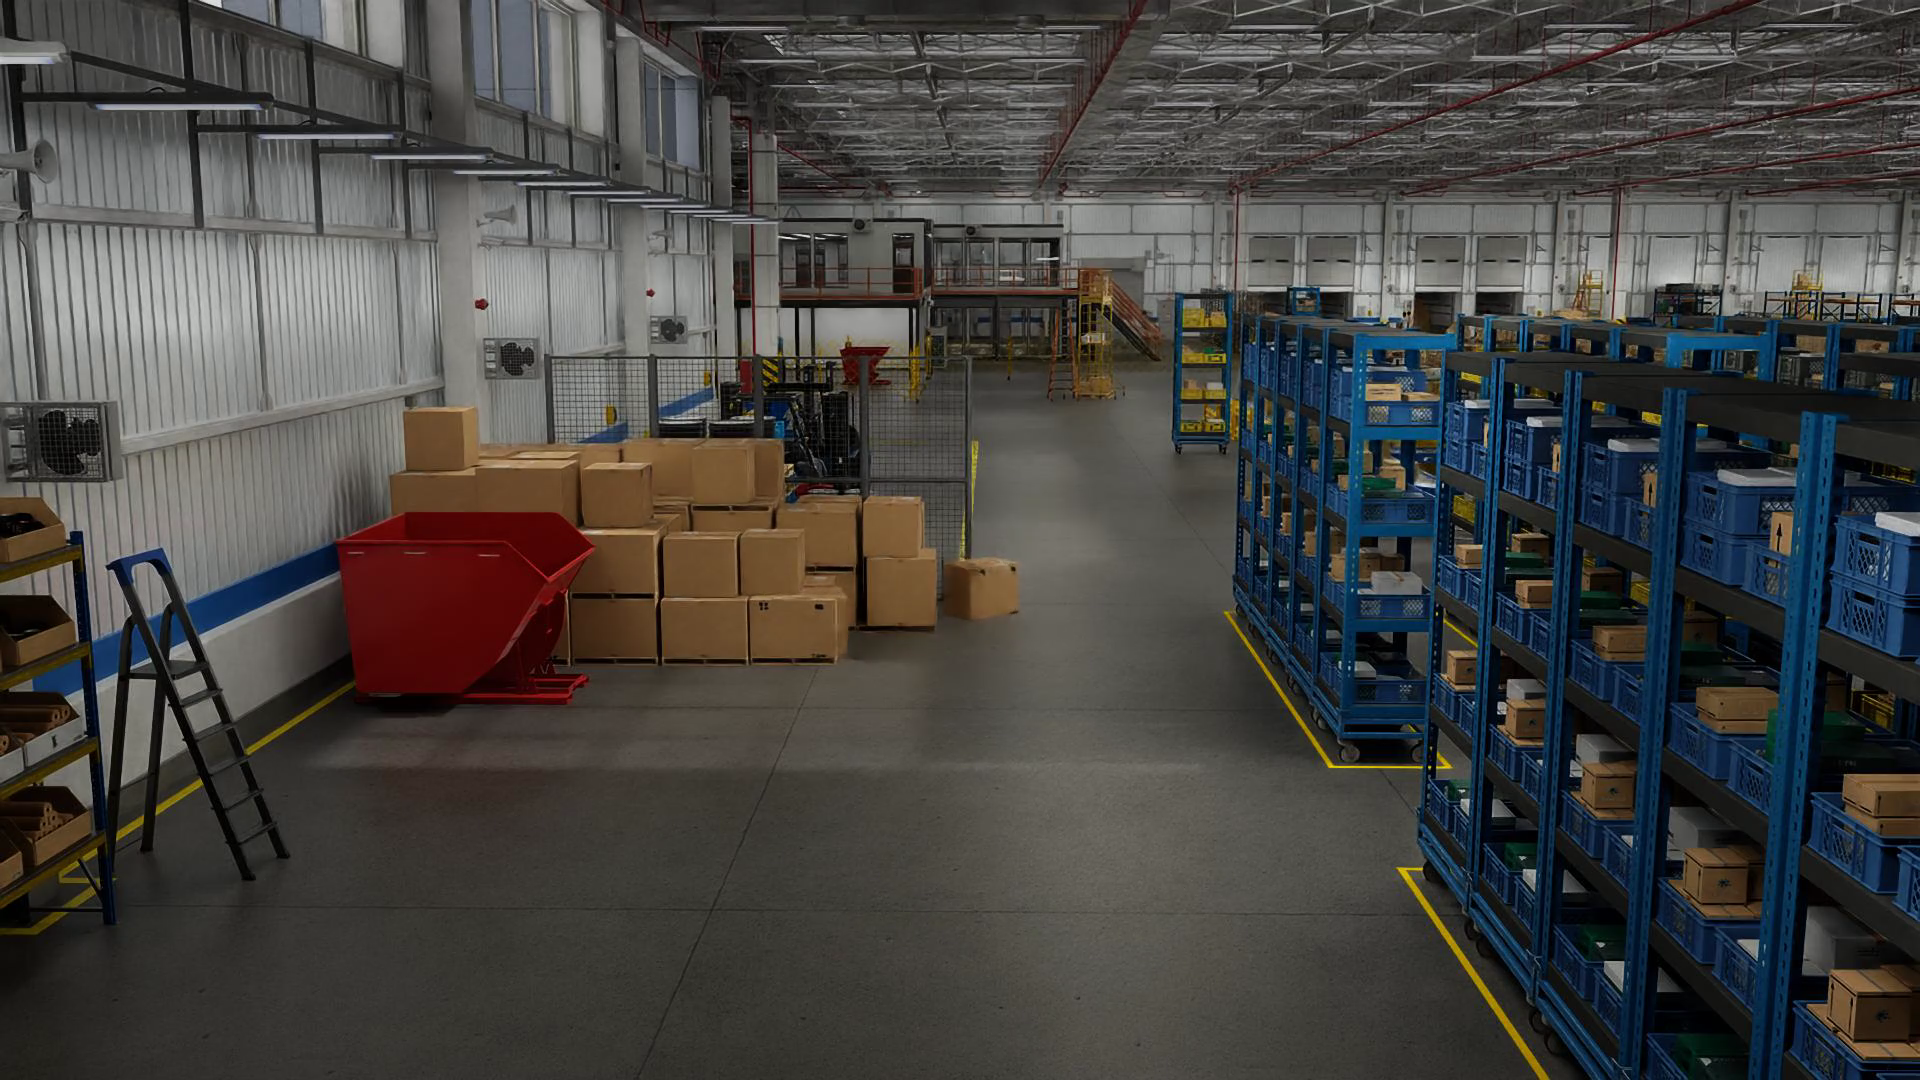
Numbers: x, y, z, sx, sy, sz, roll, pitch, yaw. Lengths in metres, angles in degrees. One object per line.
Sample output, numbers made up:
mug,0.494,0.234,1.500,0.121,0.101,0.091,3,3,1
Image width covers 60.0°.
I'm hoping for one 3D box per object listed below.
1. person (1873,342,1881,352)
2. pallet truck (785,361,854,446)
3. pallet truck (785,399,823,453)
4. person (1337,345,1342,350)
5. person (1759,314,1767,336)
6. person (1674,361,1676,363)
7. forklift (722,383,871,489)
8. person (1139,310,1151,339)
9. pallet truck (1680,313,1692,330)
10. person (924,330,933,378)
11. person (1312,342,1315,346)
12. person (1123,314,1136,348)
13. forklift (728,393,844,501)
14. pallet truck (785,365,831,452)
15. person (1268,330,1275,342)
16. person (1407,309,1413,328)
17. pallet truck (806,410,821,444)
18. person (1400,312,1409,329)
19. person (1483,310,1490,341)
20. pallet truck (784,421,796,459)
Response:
person,31.804,-6.074,57.877,0.448,1.614,0.510,6,11,34
pallet truck,-3.410,-3.193,38.978,1.885,1.965,0.823,0,9,-1
pallet truck,-3.814,-2.432,36.419,1.630,1.274,0.653,0,9,1
person,17.257,-9.095,75.804,0.780,1.864,0.573,-7,12,-37
person,41.017,-10.584,84.863,0.655,1.907,0.857,1,9,4
person,16.993,-3.303,39.513,0.370,2.044,0.608,-2,9,-10
forklift,-2.893,-1.687,28.729,2.680,1.987,1.157,0,9,-1
person,10.859,-12.637,97.833,0.930,1.808,0.634,1,9,5
pallet truck,36.315,-10.531,84.244,0.823,1.965,1.885,-6,11,-33
person,-1.209,-7.153,63.874,0.345,1.846,0.507,3,10,20
person,16.911,-9.675,79.370,0.670,1.873,0.603,8,12,41
person,9.027,-11.057,88.031,0.581,1.832,1.003,-8,12,-41
forklift,-2.979,-1.316,26.476,2.680,1.987,1.157,0,9,1
pallet truck,-3.774,-2.976,37.635,1.885,1.965,0.823,1,9,5
person,12.446,-7.686,67.083,0.983,1.873,0.599,3,10,19
person,25.524,-12.161,94.554,0.389,1.918,0.585,9,13,43
pallet truck,-3.559,-2.018,33.905,1.522,1.261,0.704,0,9,-1
person,24.173,-11.483,90.526,0.515,1.865,0.329,-2,9,-13
person,30.729,-12.504,96.893,0.429,1.844,0.626,-2,9,-10
pallet truck,-4.013,-1.793,32.705,1.601,1.201,0.680,0,9,1
